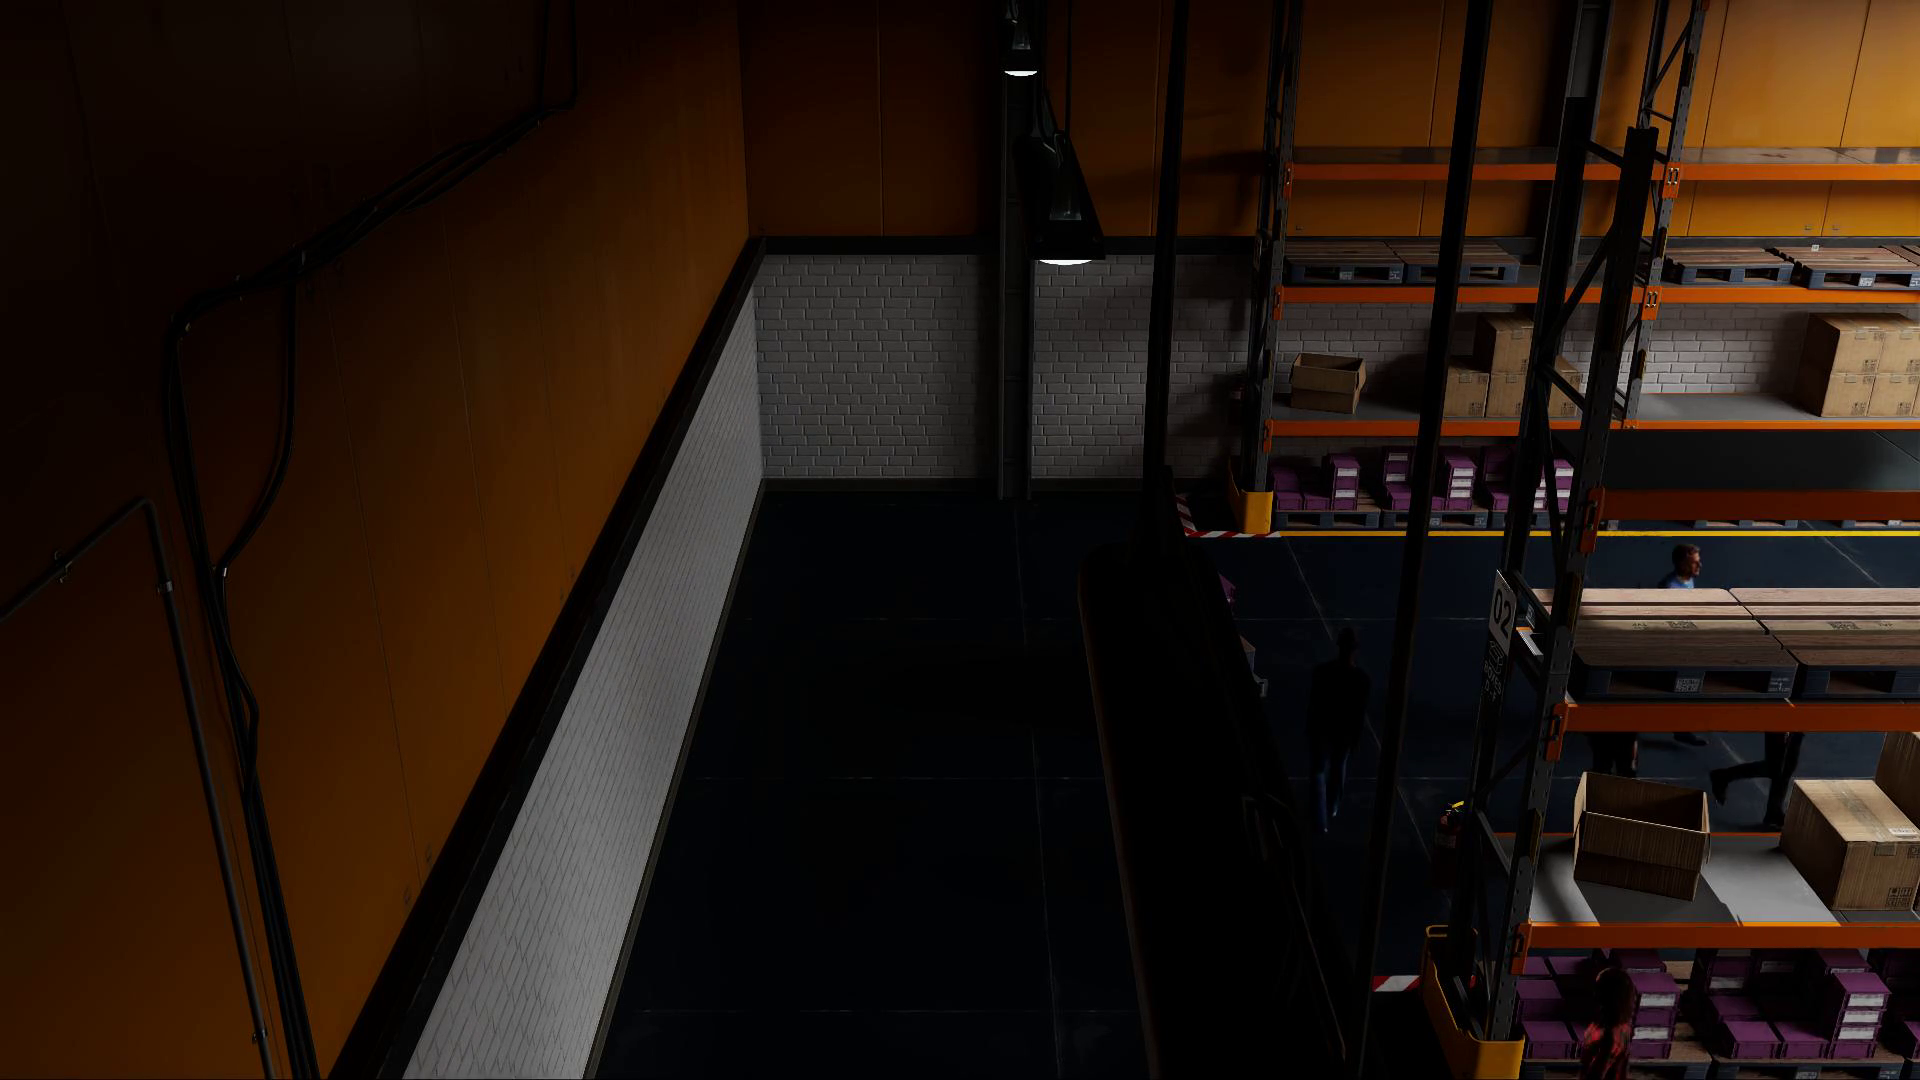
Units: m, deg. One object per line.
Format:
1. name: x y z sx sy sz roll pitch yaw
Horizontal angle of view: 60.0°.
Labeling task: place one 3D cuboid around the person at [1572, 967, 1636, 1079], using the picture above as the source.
1. person: 3.647 3.127 9.232 0.936 1.672 0.721 4 24 9

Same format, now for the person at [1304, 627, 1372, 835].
1. person: 2.876 1.502 12.880 0.974 1.729 0.756 4 24 9
